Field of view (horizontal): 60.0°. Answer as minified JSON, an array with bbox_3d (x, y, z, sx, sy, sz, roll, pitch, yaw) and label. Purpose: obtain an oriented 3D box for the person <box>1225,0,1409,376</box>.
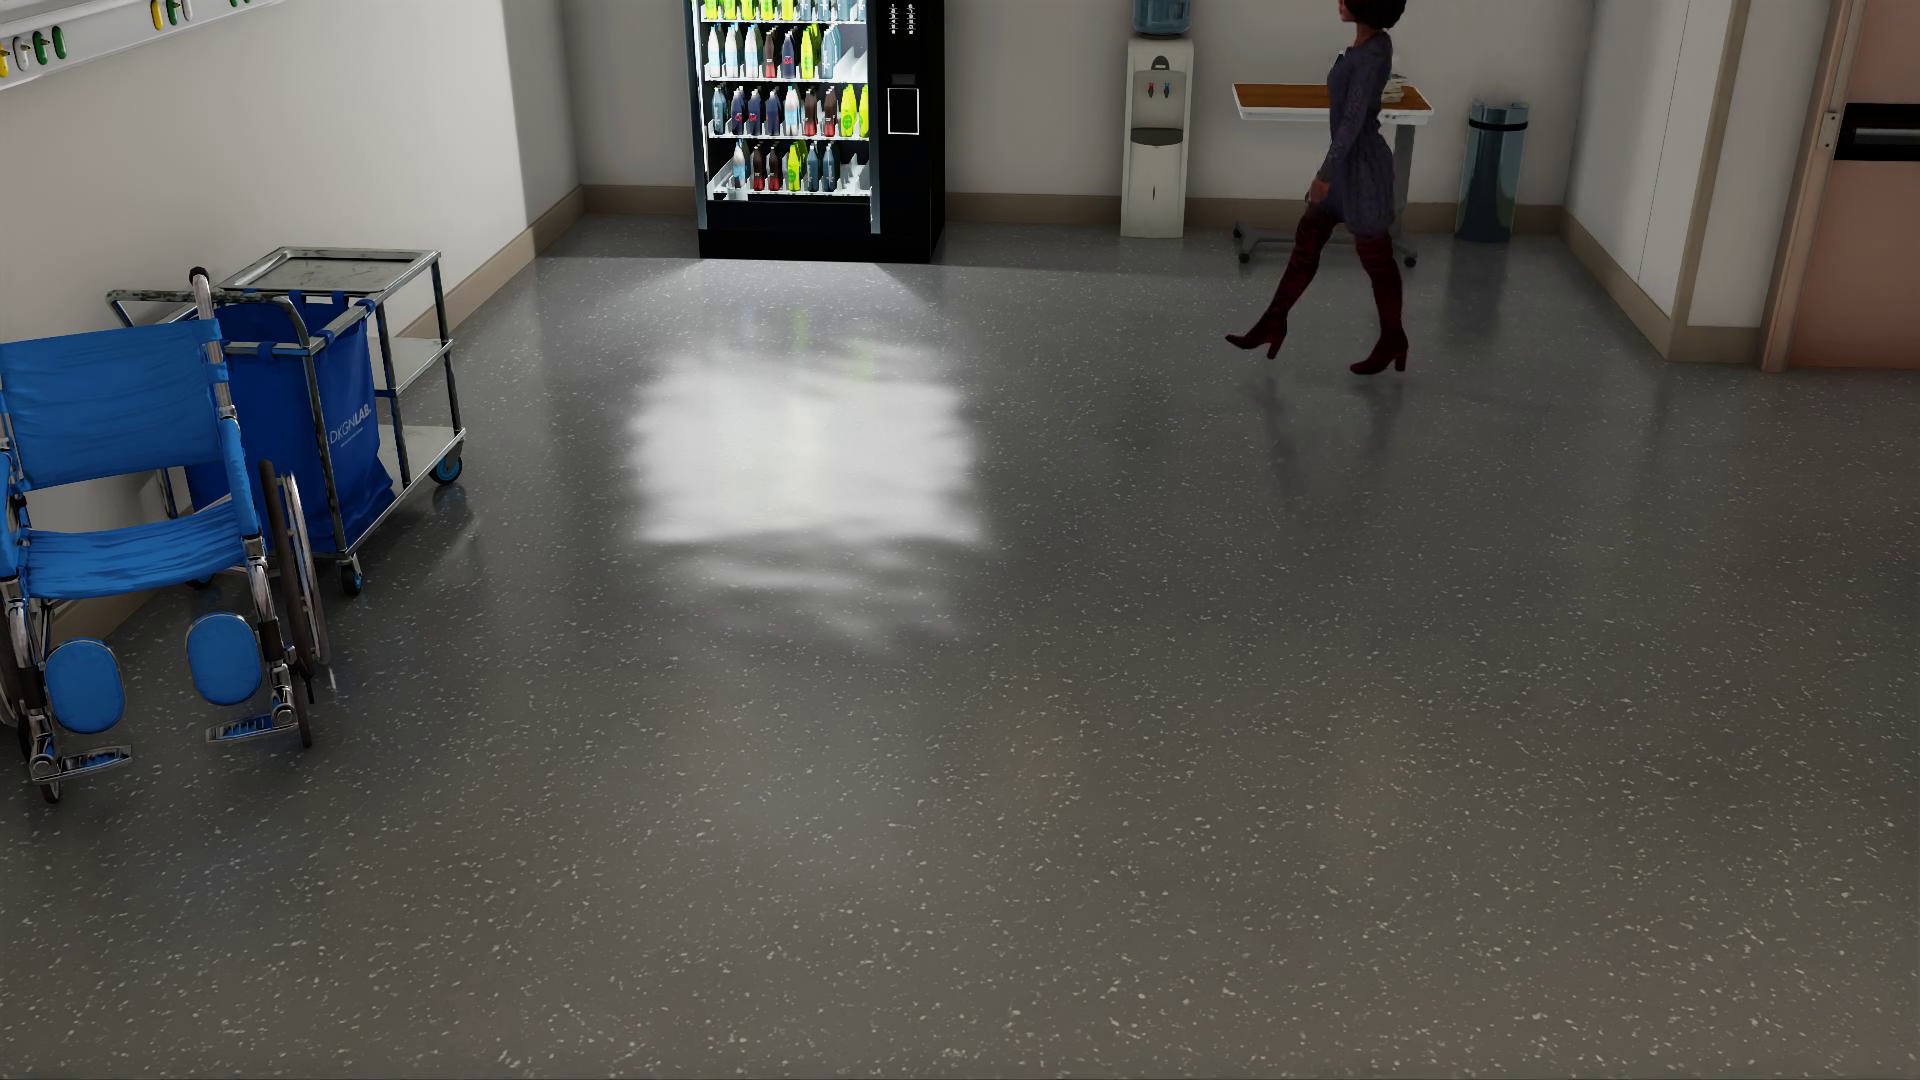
[{"bbox_3d":[1.697,-1.454,6.739,0.987,1.681,0.630,3,26,7],"label":"person"}]
